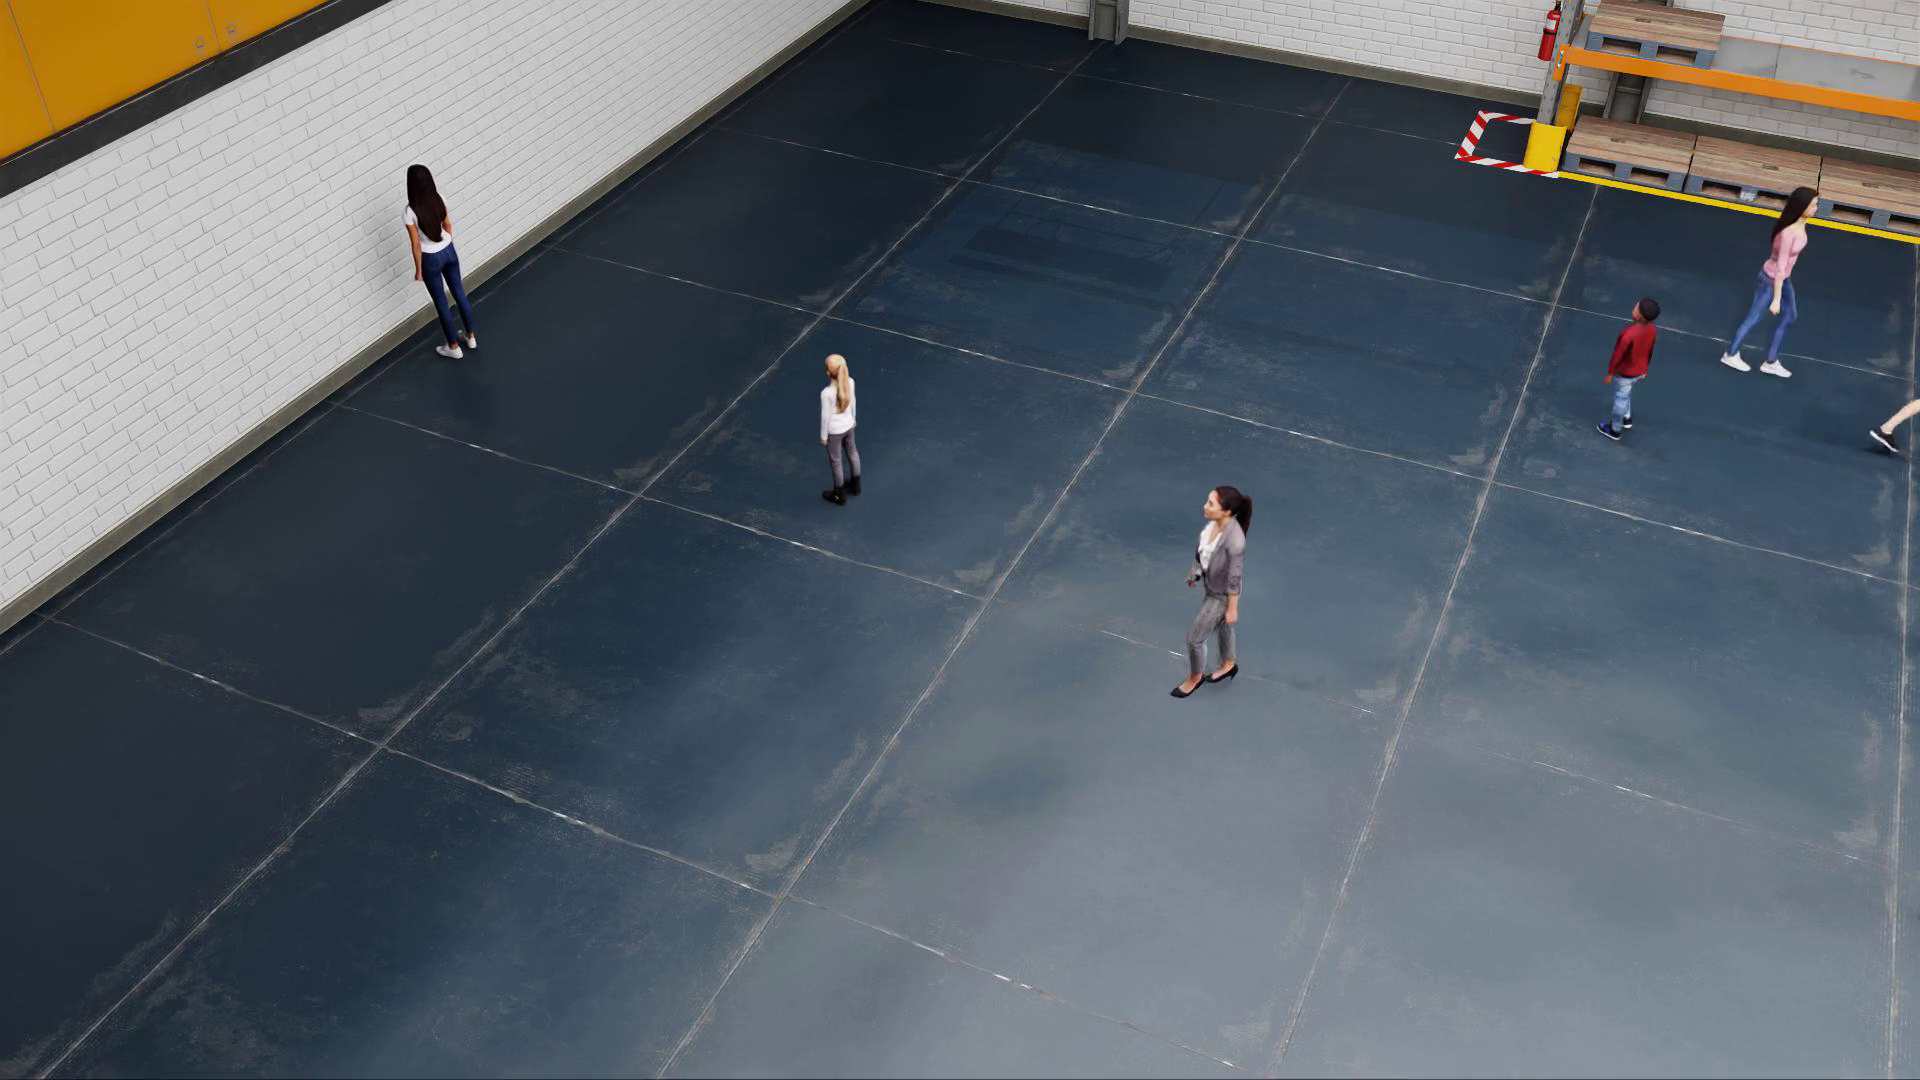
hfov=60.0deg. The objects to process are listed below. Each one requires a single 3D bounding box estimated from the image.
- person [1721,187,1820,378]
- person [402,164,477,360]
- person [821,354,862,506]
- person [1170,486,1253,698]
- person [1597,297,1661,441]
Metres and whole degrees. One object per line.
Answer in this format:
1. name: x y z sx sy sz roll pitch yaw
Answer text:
1. person: 6.729 -2.180 13.900 0.887 1.727 0.755 30 48 32
2. person: -4.410 -2.361 14.089 0.583 1.774 0.630 25 45 28
3. person: -0.909 -0.846 12.590 0.572 1.278 0.554 32 48 33
4. person: 1.767 0.336 10.806 0.887 1.657 0.820 -6 39 -7
5. person: 5.377 -1.337 13.230 0.579 1.248 0.614 -22 44 -25
